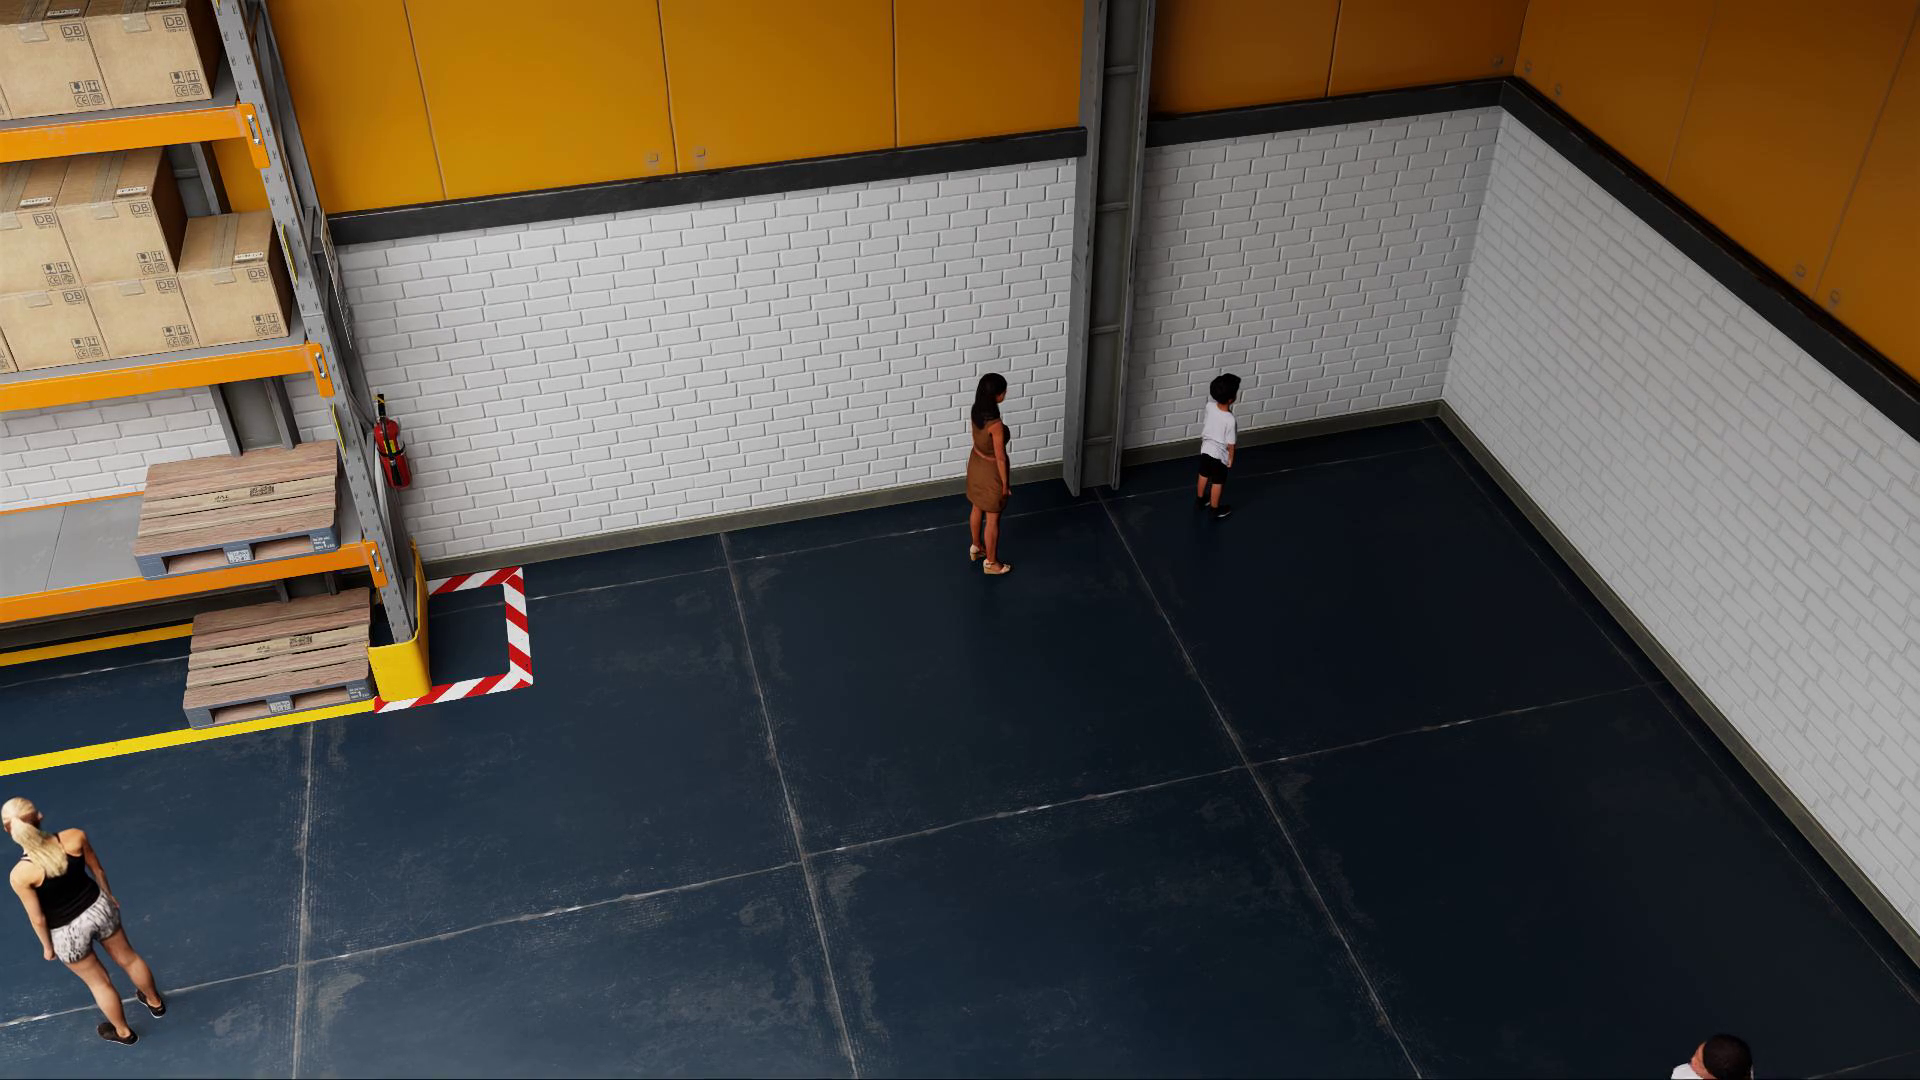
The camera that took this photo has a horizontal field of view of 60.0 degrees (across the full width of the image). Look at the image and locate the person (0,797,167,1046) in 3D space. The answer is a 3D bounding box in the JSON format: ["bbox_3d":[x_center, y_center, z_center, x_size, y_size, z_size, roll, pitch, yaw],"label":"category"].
[{"bbox_3d":[-4.689,2.023,8.867,0.732,1.844,0.662,22,44,25],"label":"person"}]

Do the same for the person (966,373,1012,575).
[{"bbox_3d":[0.210,-0.482,12.130,0.571,1.685,0.606,-18,42,-21],"label":"person"}]

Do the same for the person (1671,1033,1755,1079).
[{"bbox_3d":[3.548,2.910,7.902,1.031,1.661,0.984,24,44,27],"label":"person"}]

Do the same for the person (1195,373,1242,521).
[{"bbox_3d":[1.972,-0.722,12.774,0.582,1.257,0.550,-26,45,-29],"label":"person"}]
